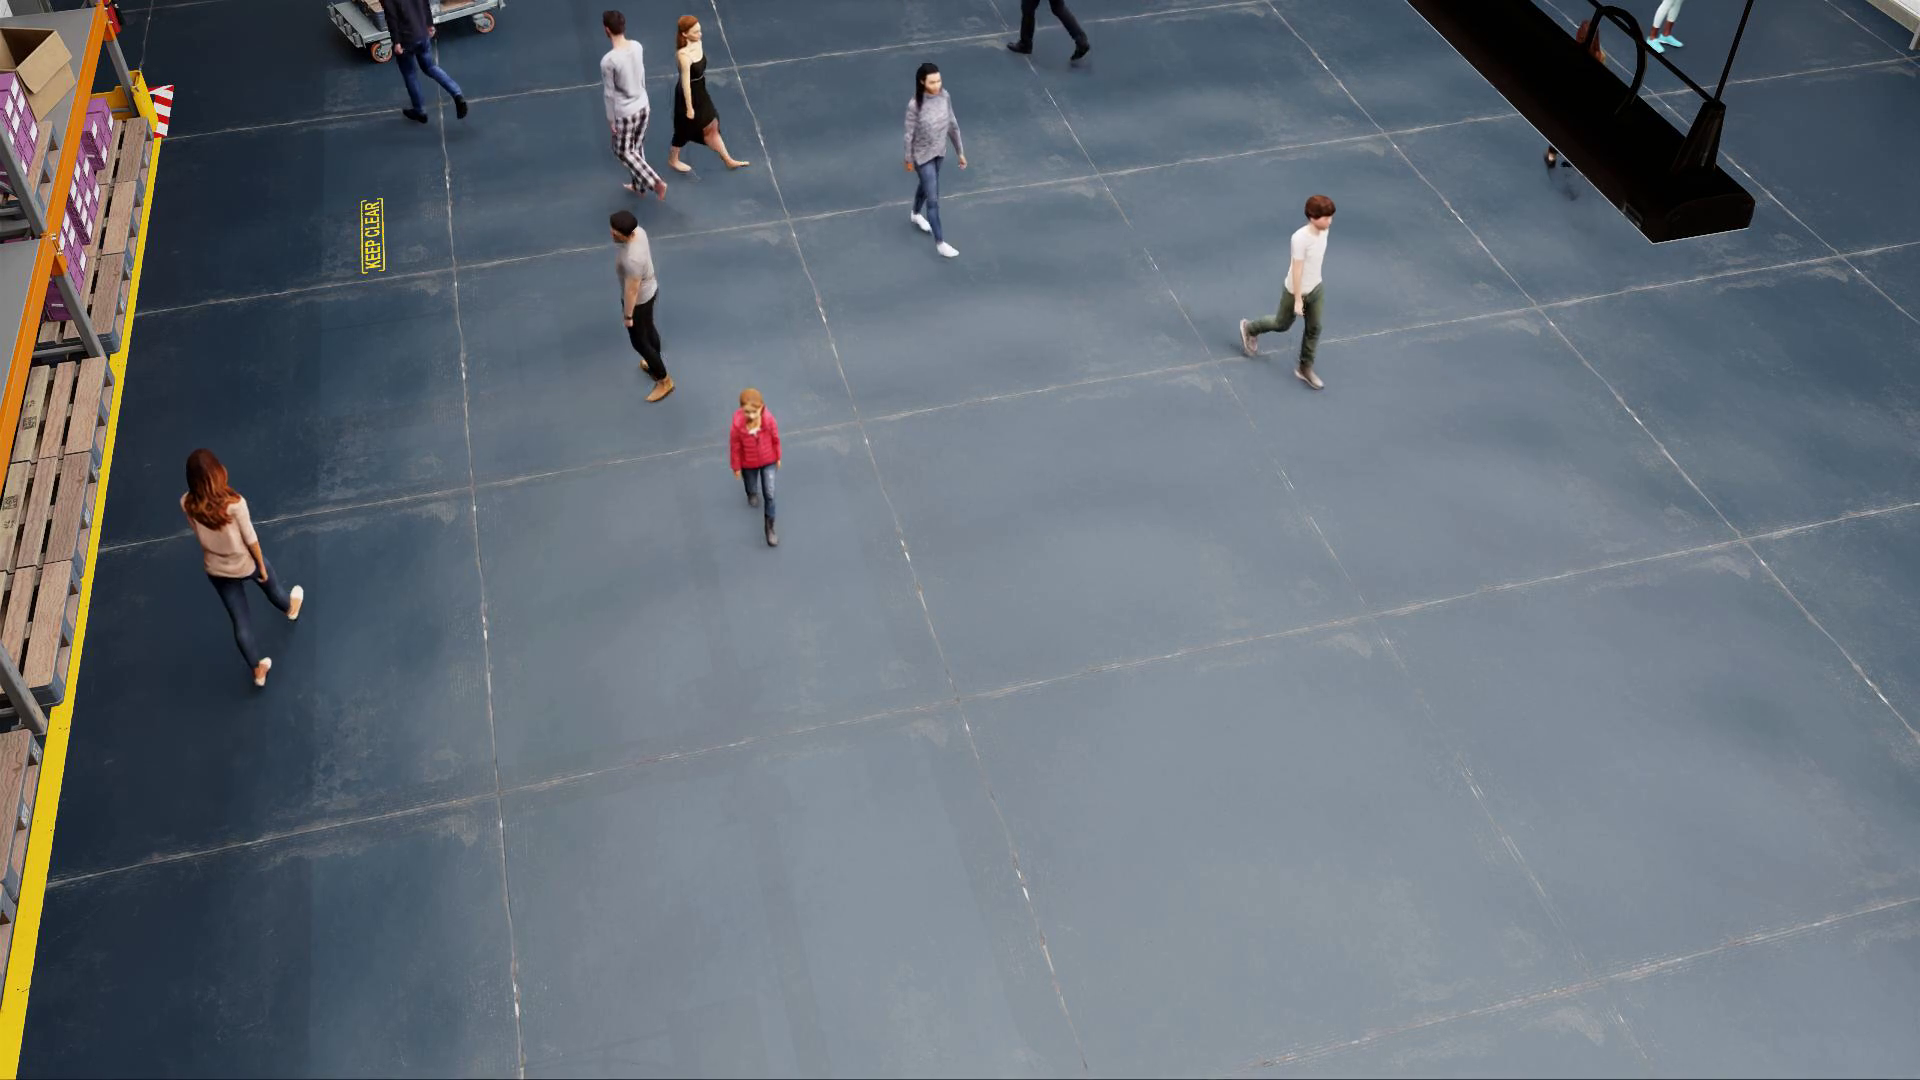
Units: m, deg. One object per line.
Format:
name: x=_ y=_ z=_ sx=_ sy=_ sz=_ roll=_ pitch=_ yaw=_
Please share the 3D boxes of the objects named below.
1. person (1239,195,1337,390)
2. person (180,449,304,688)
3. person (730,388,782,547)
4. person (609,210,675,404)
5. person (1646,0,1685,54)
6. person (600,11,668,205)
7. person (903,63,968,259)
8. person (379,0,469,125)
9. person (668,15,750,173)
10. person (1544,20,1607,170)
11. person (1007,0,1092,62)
person: x=2.615 y=-1.993 z=13.079 sx=0.853 sy=1.629 sz=1.142 roll=-30 pitch=51 yaw=-27
person: x=-4.670 y=0.233 z=10.658 sx=0.743 sy=1.746 sz=1.109 roll=-3 pitch=44 yaw=-3
person: x=-1.451 y=-0.600 z=11.856 sx=0.536 sy=1.300 sz=0.831 roll=-8 pitch=44 yaw=-9
person: x=-2.491 y=-1.911 z=12.952 sx=0.843 sy=1.686 sz=0.630 roll=12 pitch=45 yaw=12
person: x=7.441 y=-5.869 z=17.079 sx=0.639 sy=1.724 sz=0.654 roll=-30 pitch=51 yaw=-27
person: x=-2.888 y=-3.799 z=14.837 sx=1.031 sy=1.820 sz=0.932 roll=29 pitch=51 yaw=27
person: x=-0.313 y=-3.398 z=14.509 sx=0.912 sy=1.691 sz=1.166 roll=-29 pitch=51 yaw=-27
person: x=-5.165 y=-4.793 z=15.840 sx=1.128 sy=1.875 sz=1.072 roll=21 pitch=47 yaw=20
person: x=-2.525 y=-4.084 z=15.311 sx=1.035 sy=1.578 sz=1.058 roll=14 pitch=45 yaw=15
person: x=5.674 y=-4.064 z=15.368 sx=0.706 sy=1.471 sz=0.754 roll=5 pitch=44 yaw=5
person: x=0.953 y=-5.694 z=16.839 sx=1.292 sy=1.802 sz=1.199 roll=25 pitch=49 yaw=24
